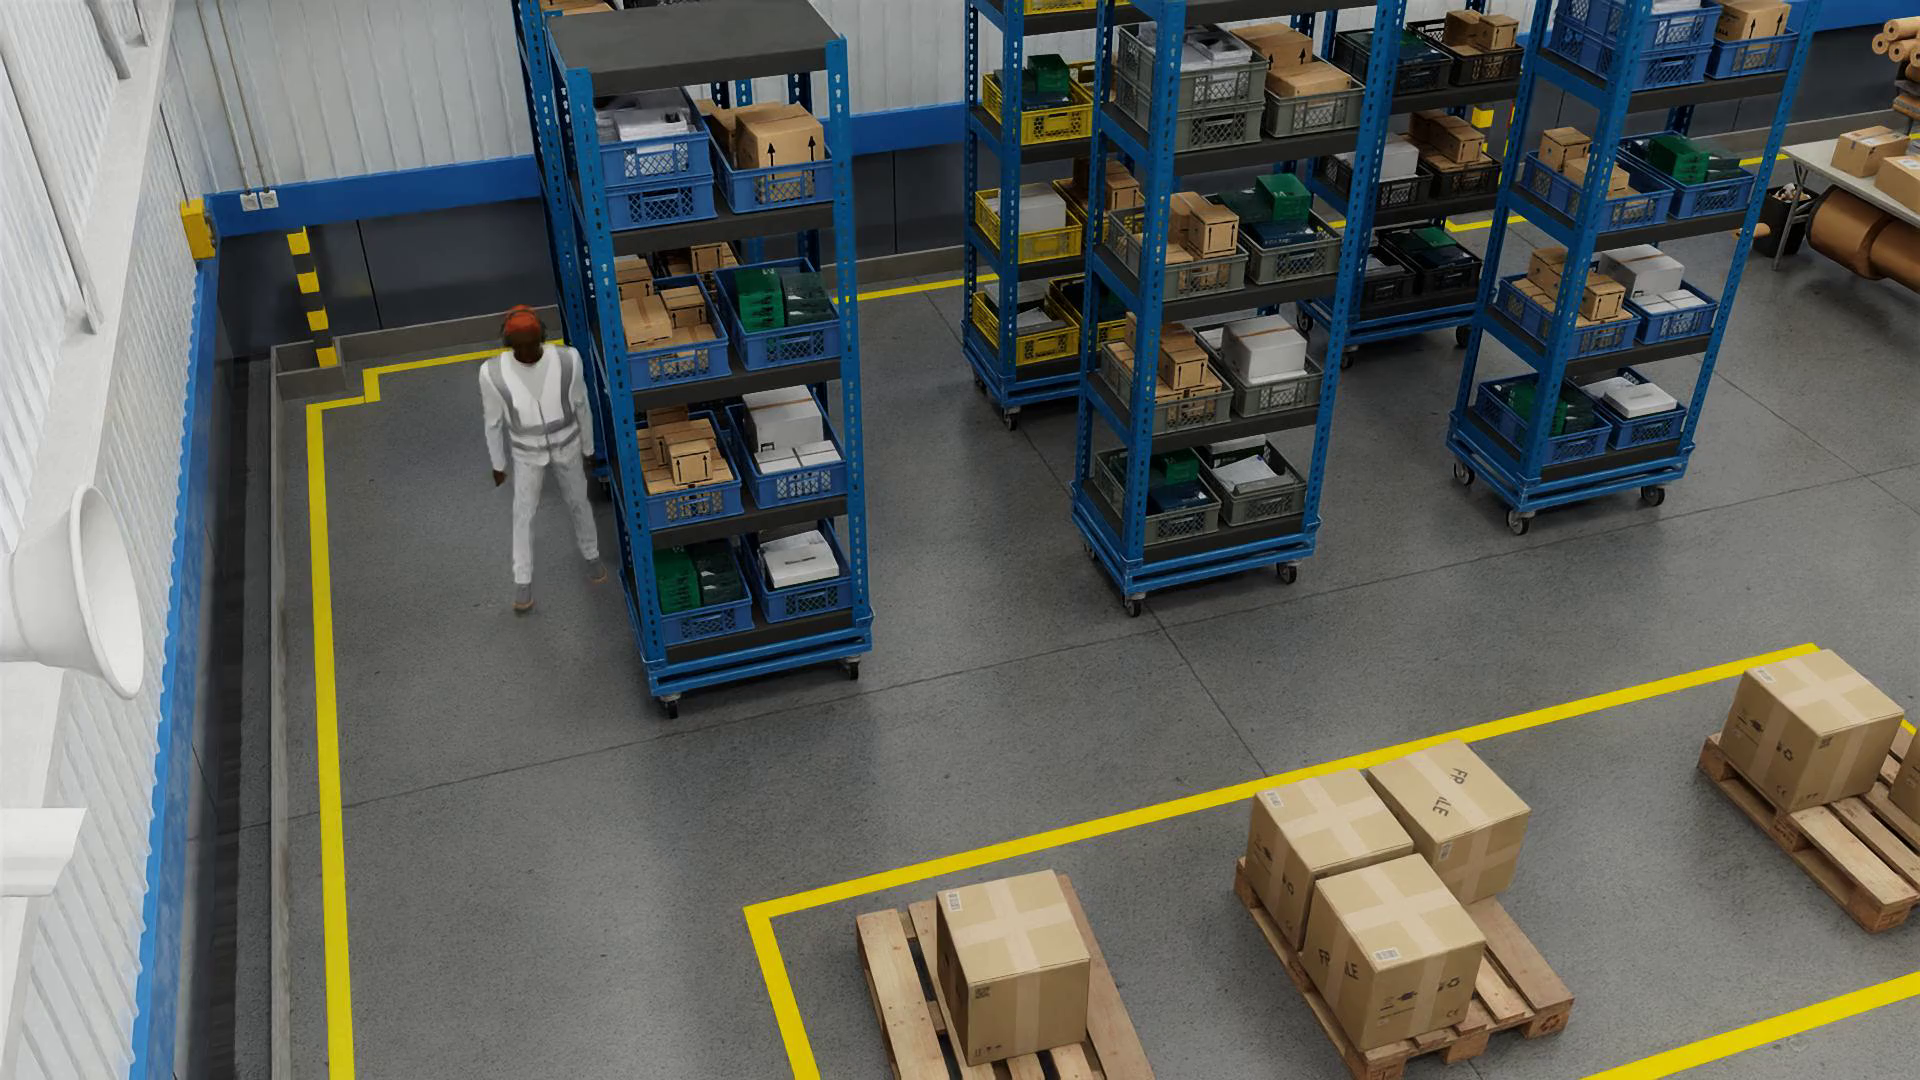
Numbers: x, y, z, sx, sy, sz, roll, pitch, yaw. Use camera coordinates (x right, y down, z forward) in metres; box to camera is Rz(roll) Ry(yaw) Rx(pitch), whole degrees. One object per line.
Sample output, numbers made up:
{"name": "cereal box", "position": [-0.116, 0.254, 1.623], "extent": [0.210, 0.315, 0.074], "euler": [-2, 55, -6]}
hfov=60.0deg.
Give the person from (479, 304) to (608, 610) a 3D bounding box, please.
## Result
{"name": "person", "position": [-2.337, -0.495, 9.370], "extent": [0.593, 1.876, 0.391], "euler": [-12, 37, -17]}
